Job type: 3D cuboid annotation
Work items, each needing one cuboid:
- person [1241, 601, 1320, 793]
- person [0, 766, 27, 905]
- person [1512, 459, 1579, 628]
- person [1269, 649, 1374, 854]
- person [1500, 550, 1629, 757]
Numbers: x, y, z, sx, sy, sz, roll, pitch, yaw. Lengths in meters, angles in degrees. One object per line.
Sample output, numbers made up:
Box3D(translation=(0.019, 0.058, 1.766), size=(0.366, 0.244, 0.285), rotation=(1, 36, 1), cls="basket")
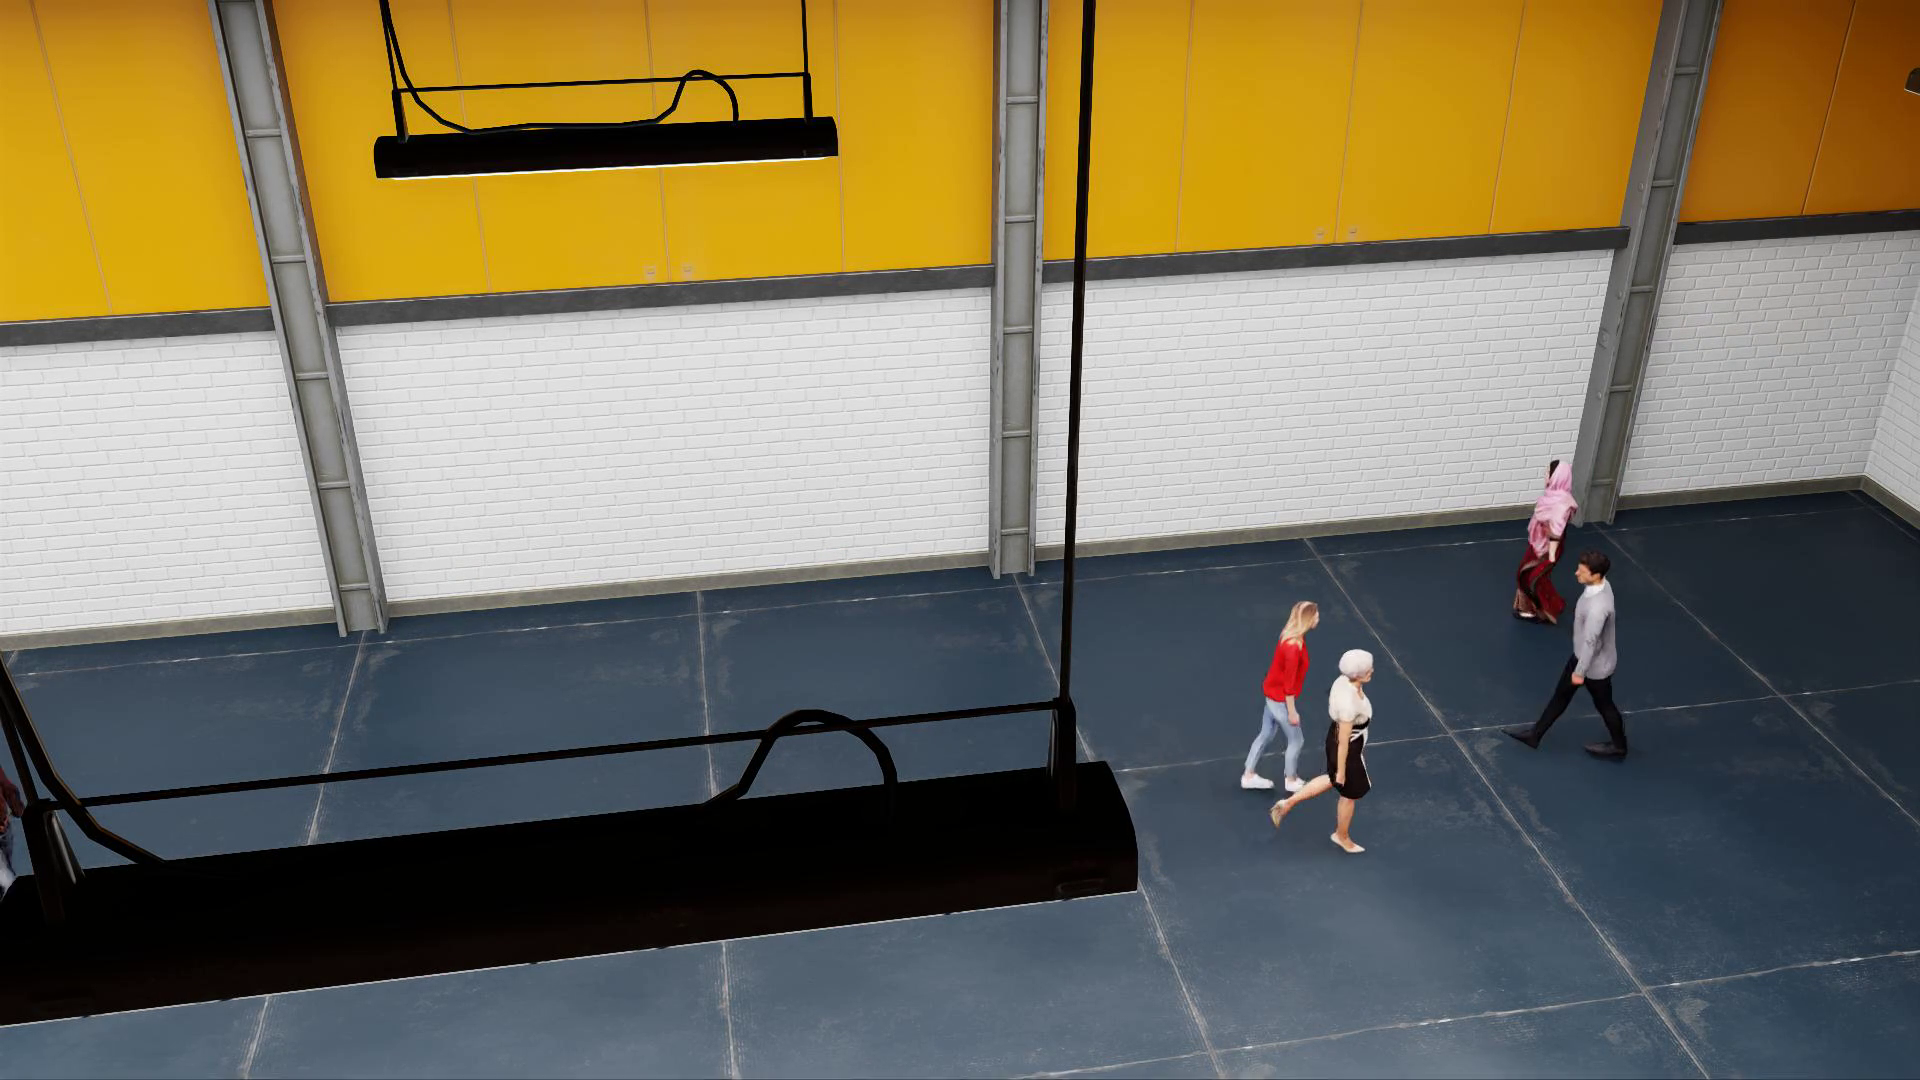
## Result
Box3D(translation=(2.346, 1.212, 12.586), size=(0.902, 1.676, 0.775), rotation=(5, 29, 8), cls="person")
Box3D(translation=(-6.551, 1.989, 11.079), size=(0.794, 1.756, 0.759), rotation=(4, 29, 7), cls="person")
Box3D(translation=(5.291, 0.037, 14.793), size=(0.819, 1.625, 0.772), rotation=(7, 29, 12), cls="person")
Box3D(translation=(2.655, 1.525, 11.952), size=(1.018, 1.734, 0.771), rotation=(3, 29, 5), cls="person")
Box3D(translation=(5.003, 0.944, 12.905), size=(1.334, 1.841, 0.986), rotation=(5, 29, 10), cls="person")
